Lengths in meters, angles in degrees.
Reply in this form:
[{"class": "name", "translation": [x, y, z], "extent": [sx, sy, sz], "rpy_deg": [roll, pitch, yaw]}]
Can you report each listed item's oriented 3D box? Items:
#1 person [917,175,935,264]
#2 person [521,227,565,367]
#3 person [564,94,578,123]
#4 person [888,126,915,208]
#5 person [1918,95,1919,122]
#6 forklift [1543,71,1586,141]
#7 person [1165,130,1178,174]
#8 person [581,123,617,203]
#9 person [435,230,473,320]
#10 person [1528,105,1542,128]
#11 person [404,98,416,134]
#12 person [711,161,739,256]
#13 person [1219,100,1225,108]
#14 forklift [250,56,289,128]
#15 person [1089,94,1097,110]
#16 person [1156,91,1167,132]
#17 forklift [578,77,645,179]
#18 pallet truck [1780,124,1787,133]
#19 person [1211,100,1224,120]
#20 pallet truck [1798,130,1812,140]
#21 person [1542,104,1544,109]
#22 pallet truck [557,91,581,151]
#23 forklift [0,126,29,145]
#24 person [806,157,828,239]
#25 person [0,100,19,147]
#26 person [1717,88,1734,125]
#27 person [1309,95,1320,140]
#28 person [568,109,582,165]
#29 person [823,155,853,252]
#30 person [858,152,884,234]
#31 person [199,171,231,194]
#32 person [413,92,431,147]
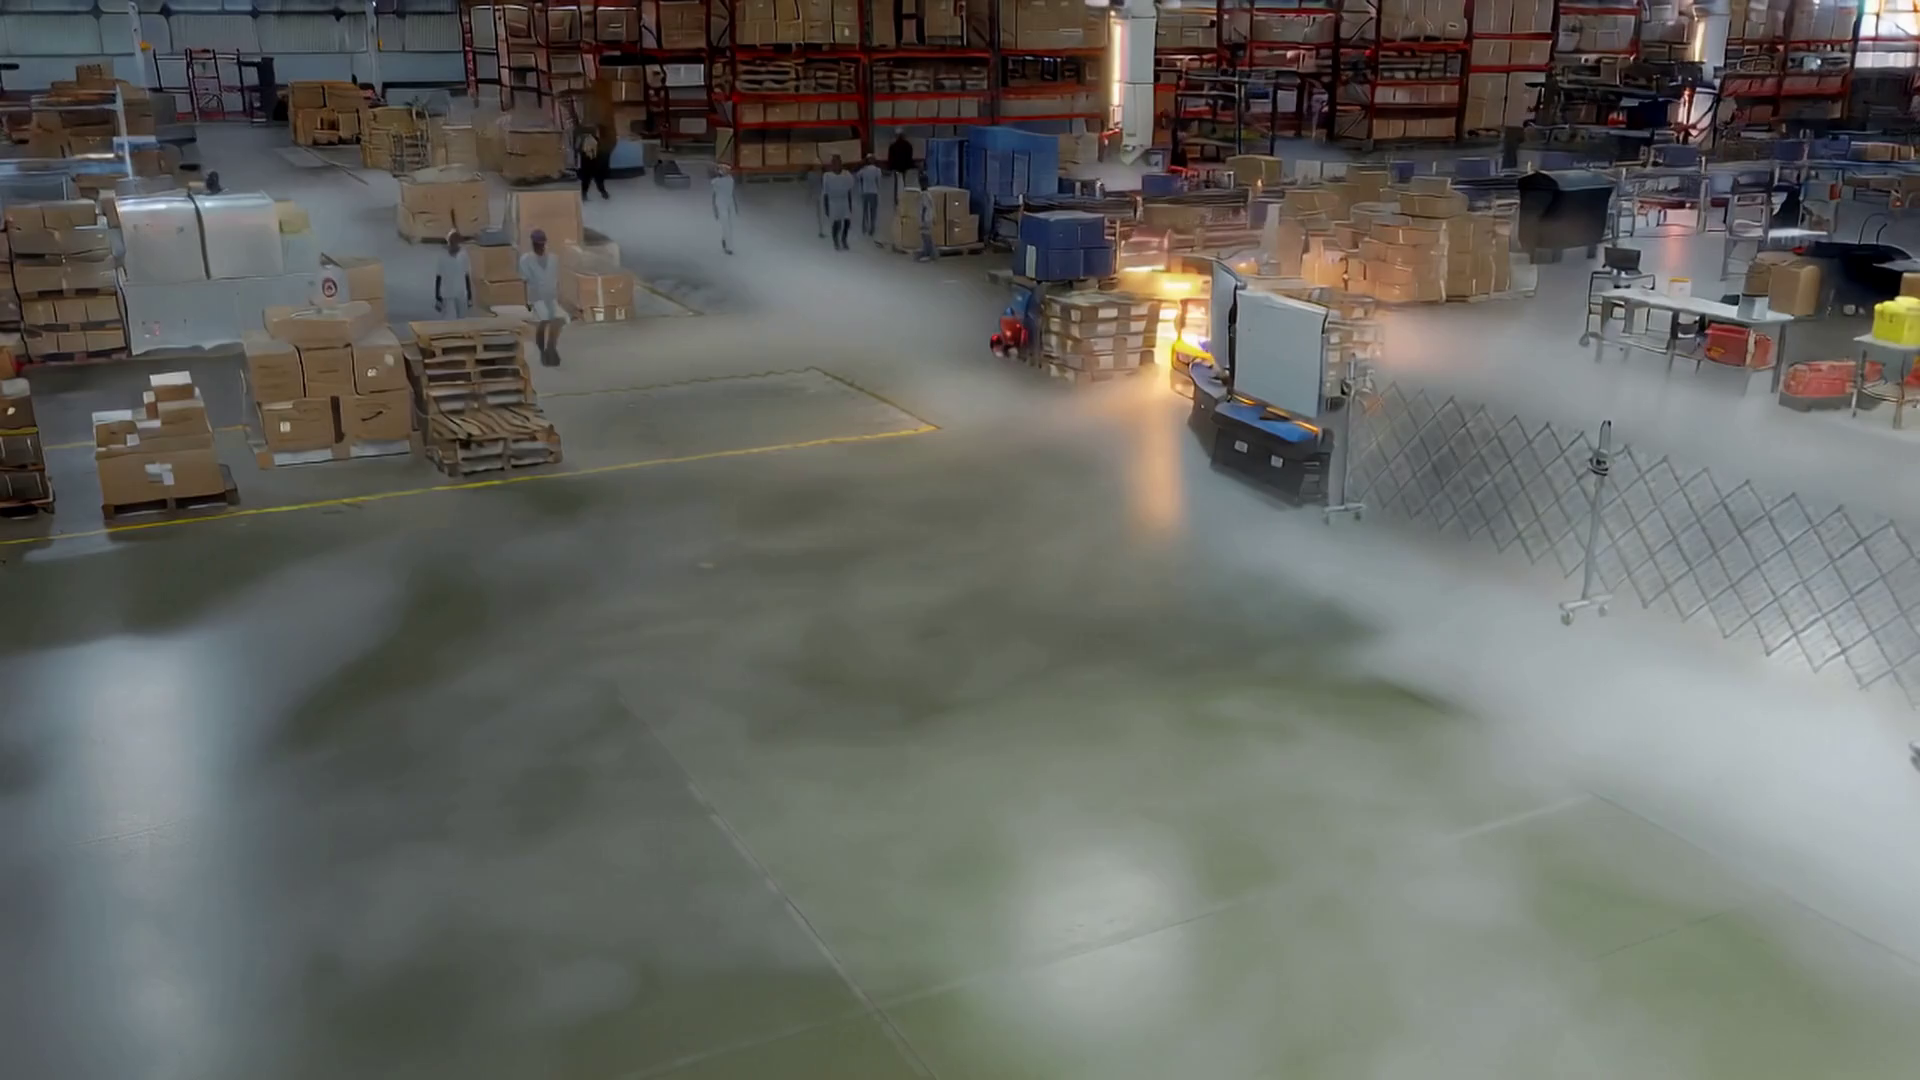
[{"class": "person", "translation": [-0.653, -6.152, 31.934], "extent": [0.317, 1.692, 0.534], "rpy_deg": [5, 18, 14]}, {"class": "person", "translation": [-5.676, -3.312, 22.709], "extent": [0.566, 1.916, 0.443], "rpy_deg": [-14, 23, -37]}, {"class": "person", "translation": [-14.380, -15.684, 61.405], "extent": [0.429, 1.844, 0.626], "rpy_deg": [8, 20, 25]}, {"class": "person", "translation": [-1.438, -9.122, 40.734], "extent": [0.704, 1.973, 0.461], "rpy_deg": [5, 18, 16]}, {"class": "person", "translation": [40.744, -18.527, 70.056], "extent": [0.623, 1.975, 0.716], "rpy_deg": [8, 20, 24]}, {"class": "forklift", "translation": [18.685, -13.231, 52.085], "extent": [1.873, 2.768, 1.129], "rpy_deg": [-9, 20, -26]}, {"class": "person", "translation": [5.636, -10.140, 44.469], "extent": [0.458, 1.612, 0.538], "rpy_deg": [-6, 19, -17]}, {"class": "person", "translation": [-9.148, -9.488, 41.768], "extent": [0.999, 2.000, 0.752], "rpy_deg": [-3, 18, -10]}, {"class": "person", "translation": [-7.088, -3.396, 23.132], "extent": [0.545, 1.841, 0.775], "rpy_deg": [-16, 24, -41]}, {"class": "person", "translation": [18.489, -13.145, 53.597], "extent": [0.946, 1.784, 0.601], "rpy_deg": [-9, 20, -27]}, {"class": "person", "translation": [-19.871, -15.157, 60.110], "extent": [0.325, 1.626, 0.510], "rpy_deg": [-7, 19, -21]}, {"class": "person", "translation": [-4.641, -6.598, 33.056], "extent": [0.553, 1.849, 0.573], "rpy_deg": [-12, 21, -33]}, {"class": "person", "translation": [10.326, -17.041, 65.723], "extent": [0.956, 1.779, 0.601], "rpy_deg": [-7, 19, -20]}, {"class": "forklift", "translation": [-27.981, -18.207, 67.596], "extent": [1.873, 2.768, 1.129], "rpy_deg": [-9, 20, -26]}, {"class": "person", "translation": [4.871, -16.206, 63.039], "extent": [0.924, 1.852, 0.684], "rpy_deg": [12, 21, 33]}, {"class": "person", "translation": [7.762, -17.093, 65.729], "extent": [0.983, 1.881, 0.682], "rpy_deg": [-6, 19, -18]}, {"class": "forklift", "translation": [-10.162, -11.848, 47.770], "extent": [1.873, 2.768, 1.129], "rpy_deg": [-9, 20, -26]}, {"class": "pallet truck", "translation": [25.206, -12.542, 52.601], "extent": [1.601, 1.201, 0.680], "rpy_deg": [0, 18, -2]}, {"class": "person", "translation": [8.498, -13.862, 55.708], "extent": [0.648, 1.855, 0.986], "rpy_deg": [-6, 19, -17]}, {"class": "pallet truck", "translation": [25.526, -11.556, 49.408], "extent": [1.630, 1.274, 0.653], "rpy_deg": [-9, 20, -26]}, {"class": "person", "translation": [19.472, -13.723, 55.529], "extent": [0.363, 1.684, 0.553], "rpy_deg": [-13, 22, -36]}, {"class": "pallet truck", "translation": [-13.495, -14.412, 57.188], "extent": [0.823, 1.965, 1.885], "rpy_deg": [-3, 18, -9]}, {"class": "forklift", "translation": [-34.388, -15.480, 59.095], "extent": [1.873, 2.768, 1.129], "rpy_deg": [-9, 20, -26]}, {"class": "person", "translation": [-2.989, -7.304, 35.487], "extent": [0.538, 1.718, 0.925], "rpy_deg": [2, 18, 6]}, {"class": "person", "translation": [-33.829, -14.842, 58.688], "extent": [0.911, 1.909, 0.633], "rpy_deg": [5, 18, 14]}, {"class": "person", "translation": [27.961, -15.555, 60.852], "extent": [0.551, 1.932, 0.376], "rpy_deg": [4, 18, 13]}, {"class": "person", "translation": [13.121, -15.632, 61.577], "extent": [0.279, 1.631, 0.504], "rpy_deg": [16, 23, 40]}, {"class": "person", "translation": [-11.363, -11.782, 49.188], "extent": [0.418, 1.870, 0.614], "rpy_deg": [-7, 19, -22]}, {"class": "person", "translation": [-2.412, -6.723, 33.300], "extent": [0.633, 1.941, 0.611], "rpy_deg": [-7, 19, -21]}, {"class": "person", "translation": [-1.933, -7.572, 36.257], "extent": [0.541, 1.746, 0.582], "rpy_deg": [2, 18, 6]}, {"class": "person", "translation": [-13.587, -5.768, 30.411], "extent": [0.620, 1.885, 0.883], "rpy_deg": [-2, 18, -7]}, {"class": "person", "translation": [-18.914, -14.787, 58.506], "extent": [0.595, 1.910, 0.383], "rpy_deg": [7, 19, 21]}]
